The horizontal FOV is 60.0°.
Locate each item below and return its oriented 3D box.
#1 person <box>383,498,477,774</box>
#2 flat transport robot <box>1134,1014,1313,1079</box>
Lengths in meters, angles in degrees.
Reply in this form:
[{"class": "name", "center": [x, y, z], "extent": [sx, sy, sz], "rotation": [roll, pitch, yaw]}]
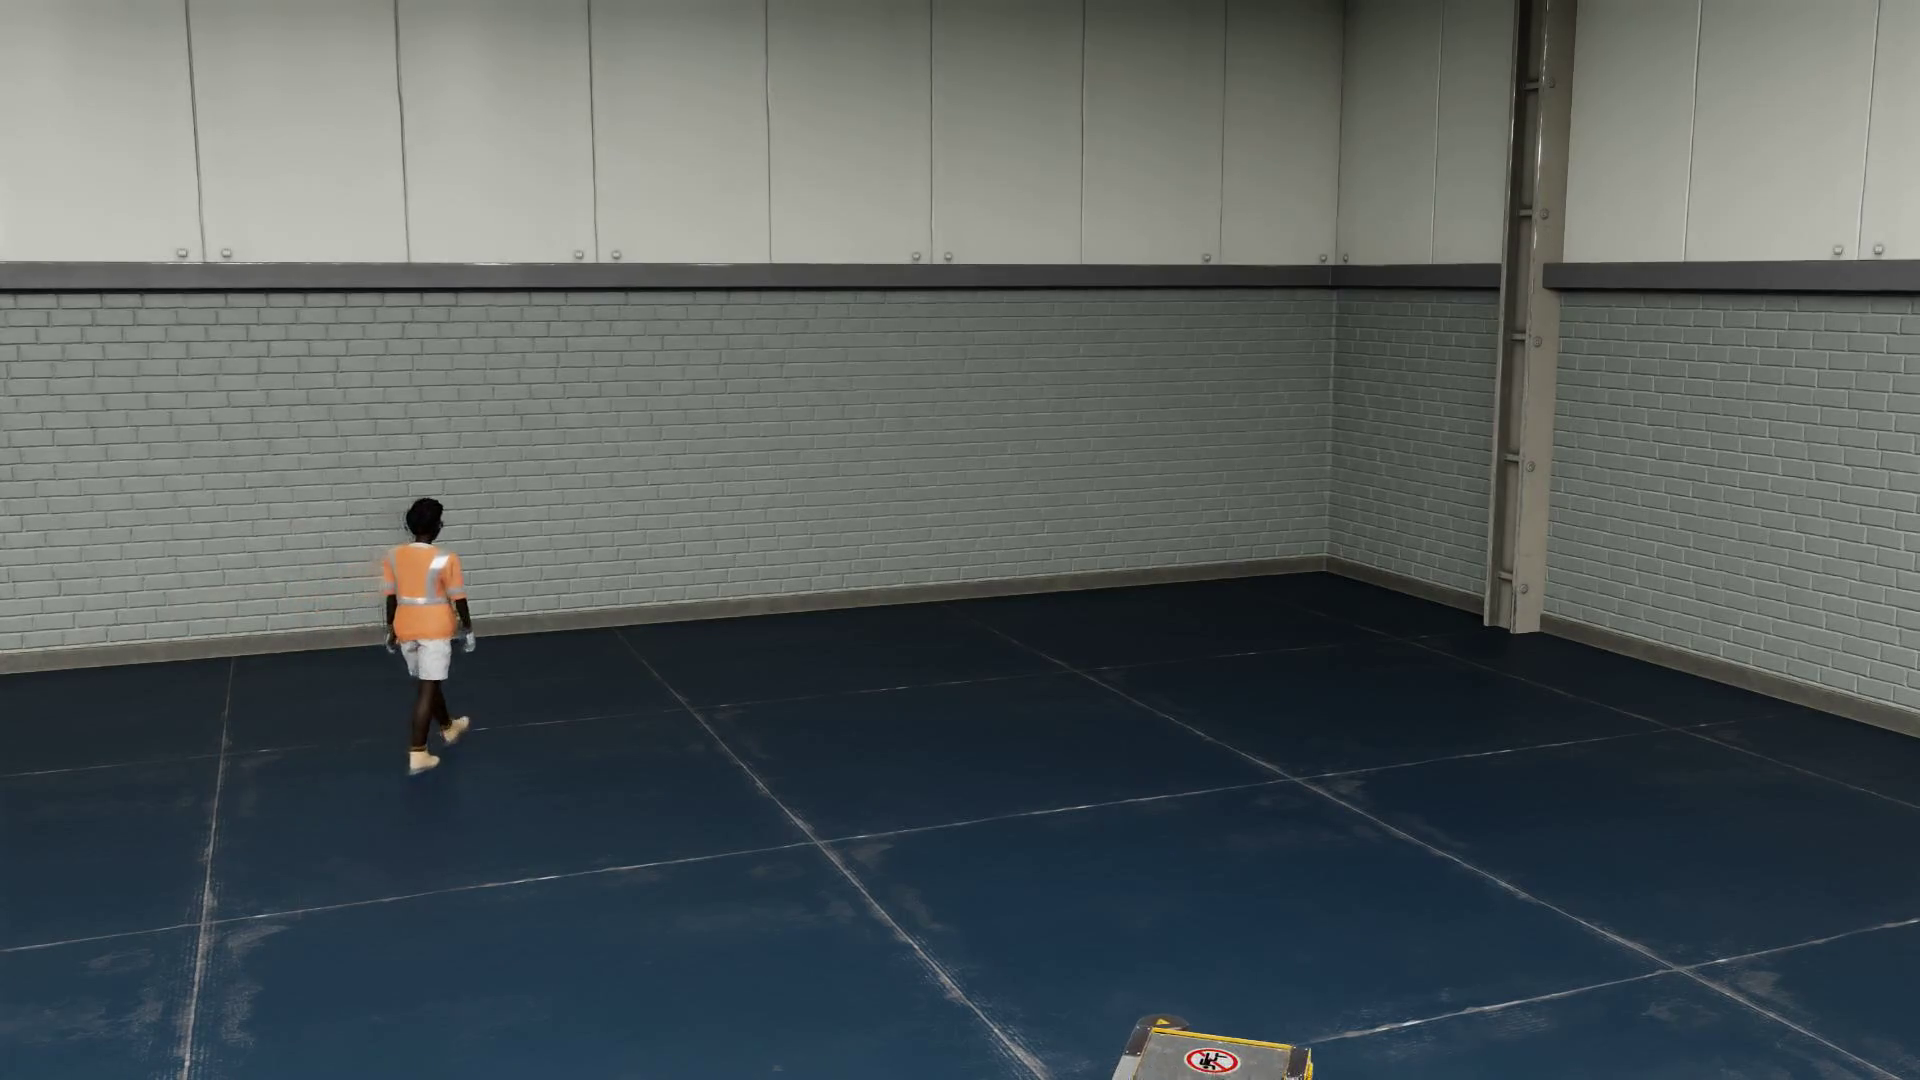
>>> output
[{"class": "person", "center": [-3.252, 0.562, 10.375], "extent": [0.550, 1.657, 0.842], "rotation": [4, 10, 21]}, {"class": "flat transport robot", "center": [0.804, 2.012, 5.619], "extent": [0.652, 0.197, 1.431], "rotation": [3, 9, 16]}]
